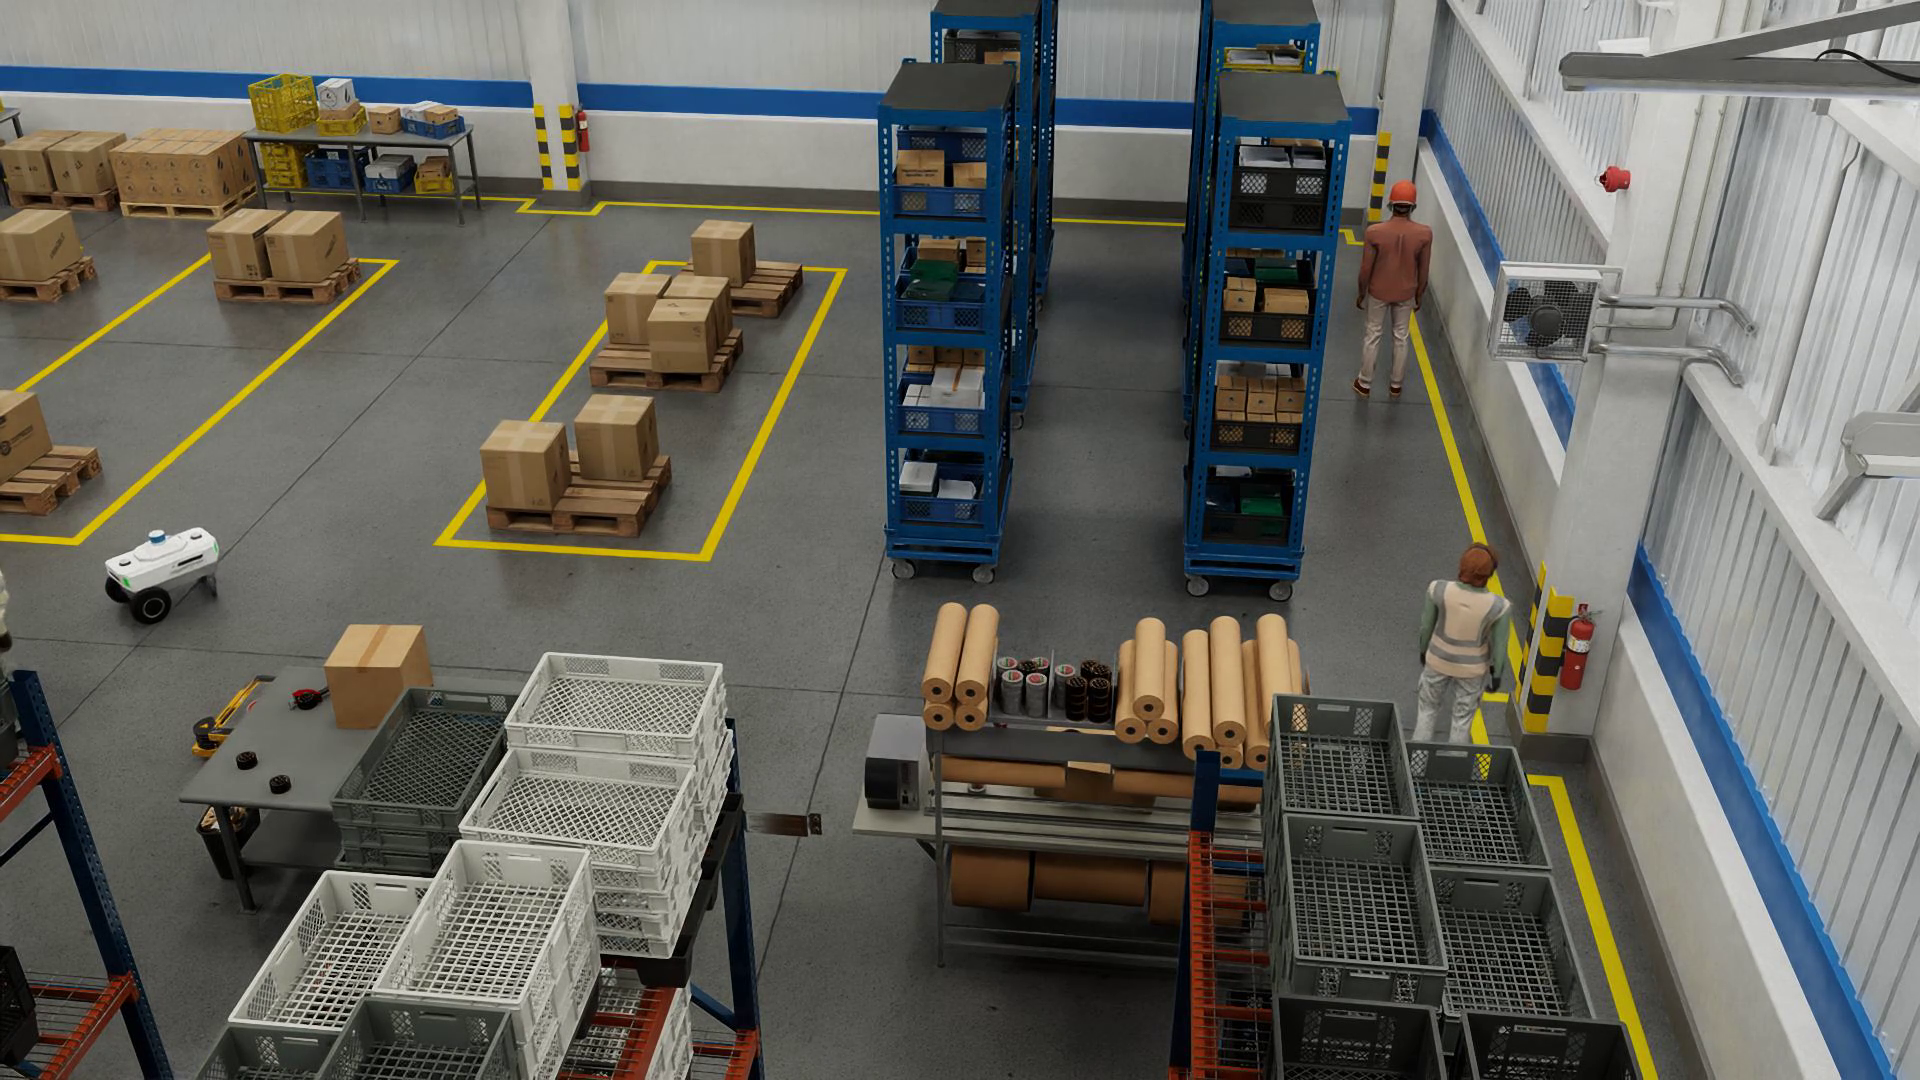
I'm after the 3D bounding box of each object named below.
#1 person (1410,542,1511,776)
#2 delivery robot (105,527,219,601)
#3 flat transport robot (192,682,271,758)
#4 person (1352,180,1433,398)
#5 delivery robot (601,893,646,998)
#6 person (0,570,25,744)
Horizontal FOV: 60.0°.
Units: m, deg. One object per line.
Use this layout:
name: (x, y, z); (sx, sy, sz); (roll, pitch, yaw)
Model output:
person: (2.998, 0.757, 10.006); (0.525, 1.628, 0.314); (12, 32, 20)
delivery robot: (-5.744, 0.158, 12.005); (0.477, 0.478, 0.707); (25, 39, 36)
flat transport robot: (-4.089, 1.163, 10.648); (1.431, 0.197, 0.652); (3, 30, 6)
person: (3.819, -2.206, 14.734); (0.611, 1.995, 0.375); (1, 30, 2)
delivery robot: (-1.851, 2.118, 8.638); (0.477, 0.478, 0.707); (14, 33, 23)
person: (-6.106, 0.456, 10.343); (0.606, 1.807, 0.448); (21, 36, 31)
